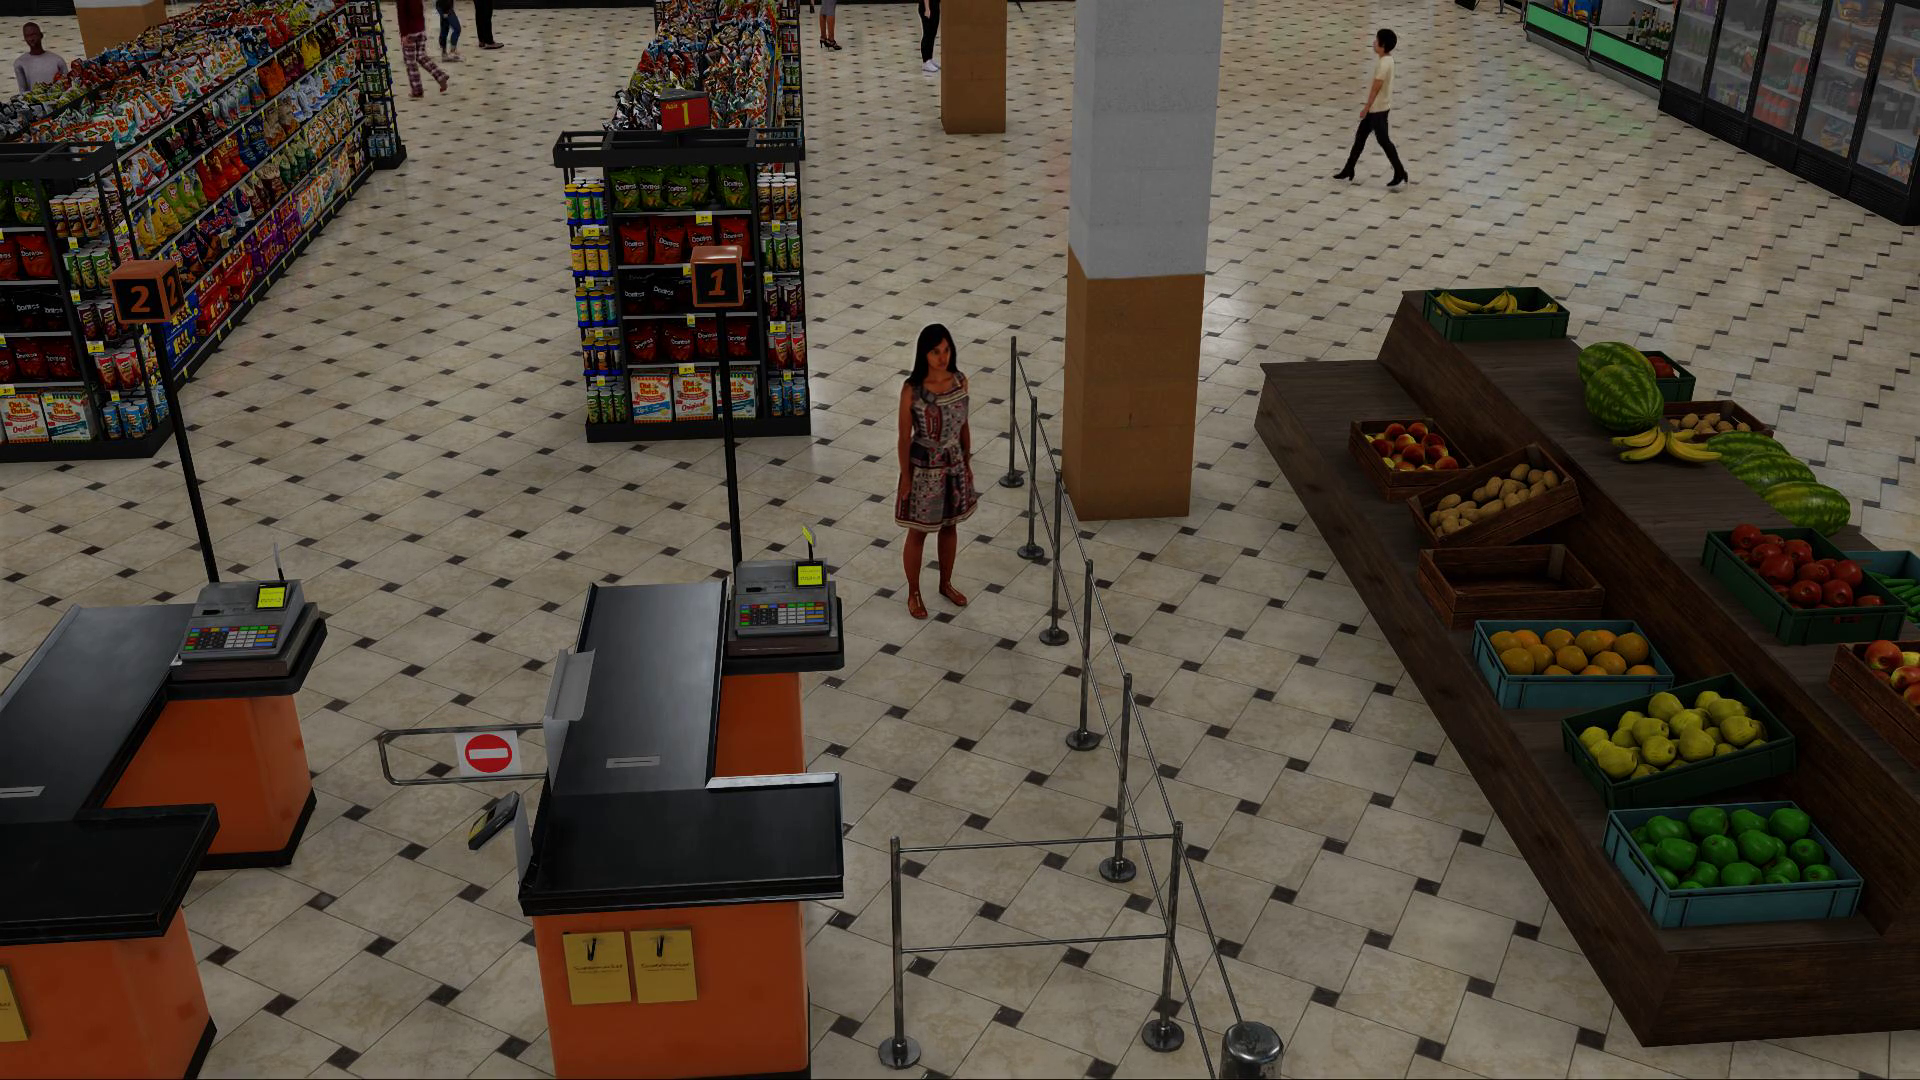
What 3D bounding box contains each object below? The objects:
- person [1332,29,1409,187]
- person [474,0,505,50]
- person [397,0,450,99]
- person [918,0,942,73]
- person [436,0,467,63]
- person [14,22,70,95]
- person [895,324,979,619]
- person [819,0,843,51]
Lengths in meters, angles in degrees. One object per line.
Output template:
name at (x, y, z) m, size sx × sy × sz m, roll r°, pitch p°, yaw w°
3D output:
person at (4.313, -4.342, 16.885) m, size 0.882 × 1.549 × 1.016 m, roll 8°, pitch 28°, yaw 15°
person at (-6.839, -7.870, 23.767) m, size 0.823 × 1.616 × 0.732 m, roll -18°, pitch 32°, yaw -32°
person at (-6.712, -6.274, 20.659) m, size 0.892 × 1.581 × 0.887 m, roll 10°, pitch 29°, yaw 19°
person at (-0.386, -7.152, 22.328) m, size 0.762 × 1.638 × 0.661 m, roll 10°, pitch 29°, yaw 19°
person at (-7.140, -7.309, 22.822) m, size 0.704 × 1.471 × 0.578 m, roll -13°, pitch 30°, yaw -24°
person at (-8.865, -4.145, 16.249) m, size 0.685 × 1.772 × 0.646 m, roll -12°, pitch 29°, yaw -22°
person at (-0.130, -0.385, 8.976) m, size 0.722 × 1.645 × 0.689 m, roll -15°, pitch 31°, yaw -27°
person at (-1.884, -7.908, 23.660) m, size 0.716 × 1.781 × 0.591 m, roll -15°, pitch 30°, yaw -27°
